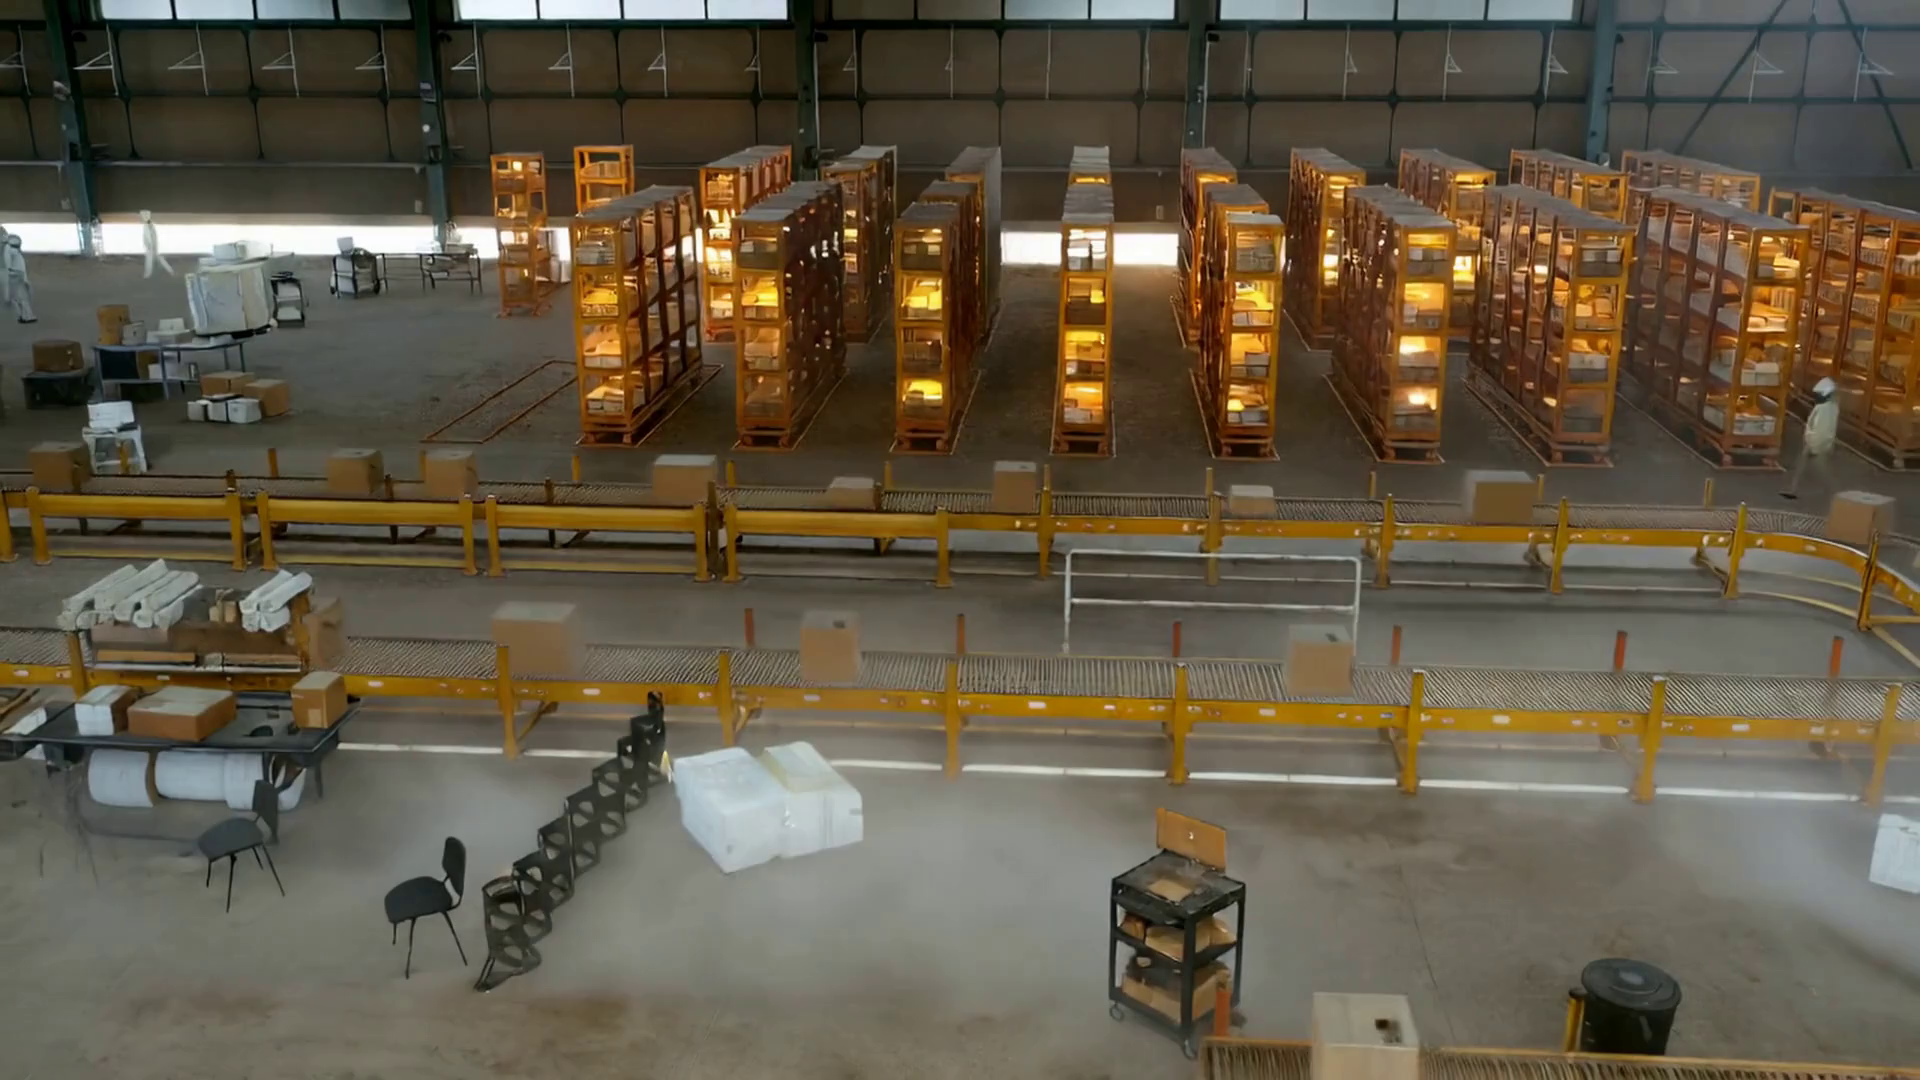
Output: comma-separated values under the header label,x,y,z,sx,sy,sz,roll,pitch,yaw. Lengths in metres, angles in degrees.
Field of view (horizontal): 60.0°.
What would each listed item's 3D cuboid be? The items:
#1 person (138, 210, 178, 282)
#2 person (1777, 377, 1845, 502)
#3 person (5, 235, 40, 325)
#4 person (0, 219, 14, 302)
label,x,y,z,sx,sy,sz,roll,pitch,yaw
person,-20.585,-7.524,42.497,0.900,1.807,0.643,-8,19,-24
person,11.886,-1.340,22.873,0.854,1.805,0.593,6,18,18
person,-20.602,-5.699,36.453,0.614,1.947,0.388,11,20,30
person,-22.623,-6.616,39.343,0.623,1.967,0.838,-4,18,-13
